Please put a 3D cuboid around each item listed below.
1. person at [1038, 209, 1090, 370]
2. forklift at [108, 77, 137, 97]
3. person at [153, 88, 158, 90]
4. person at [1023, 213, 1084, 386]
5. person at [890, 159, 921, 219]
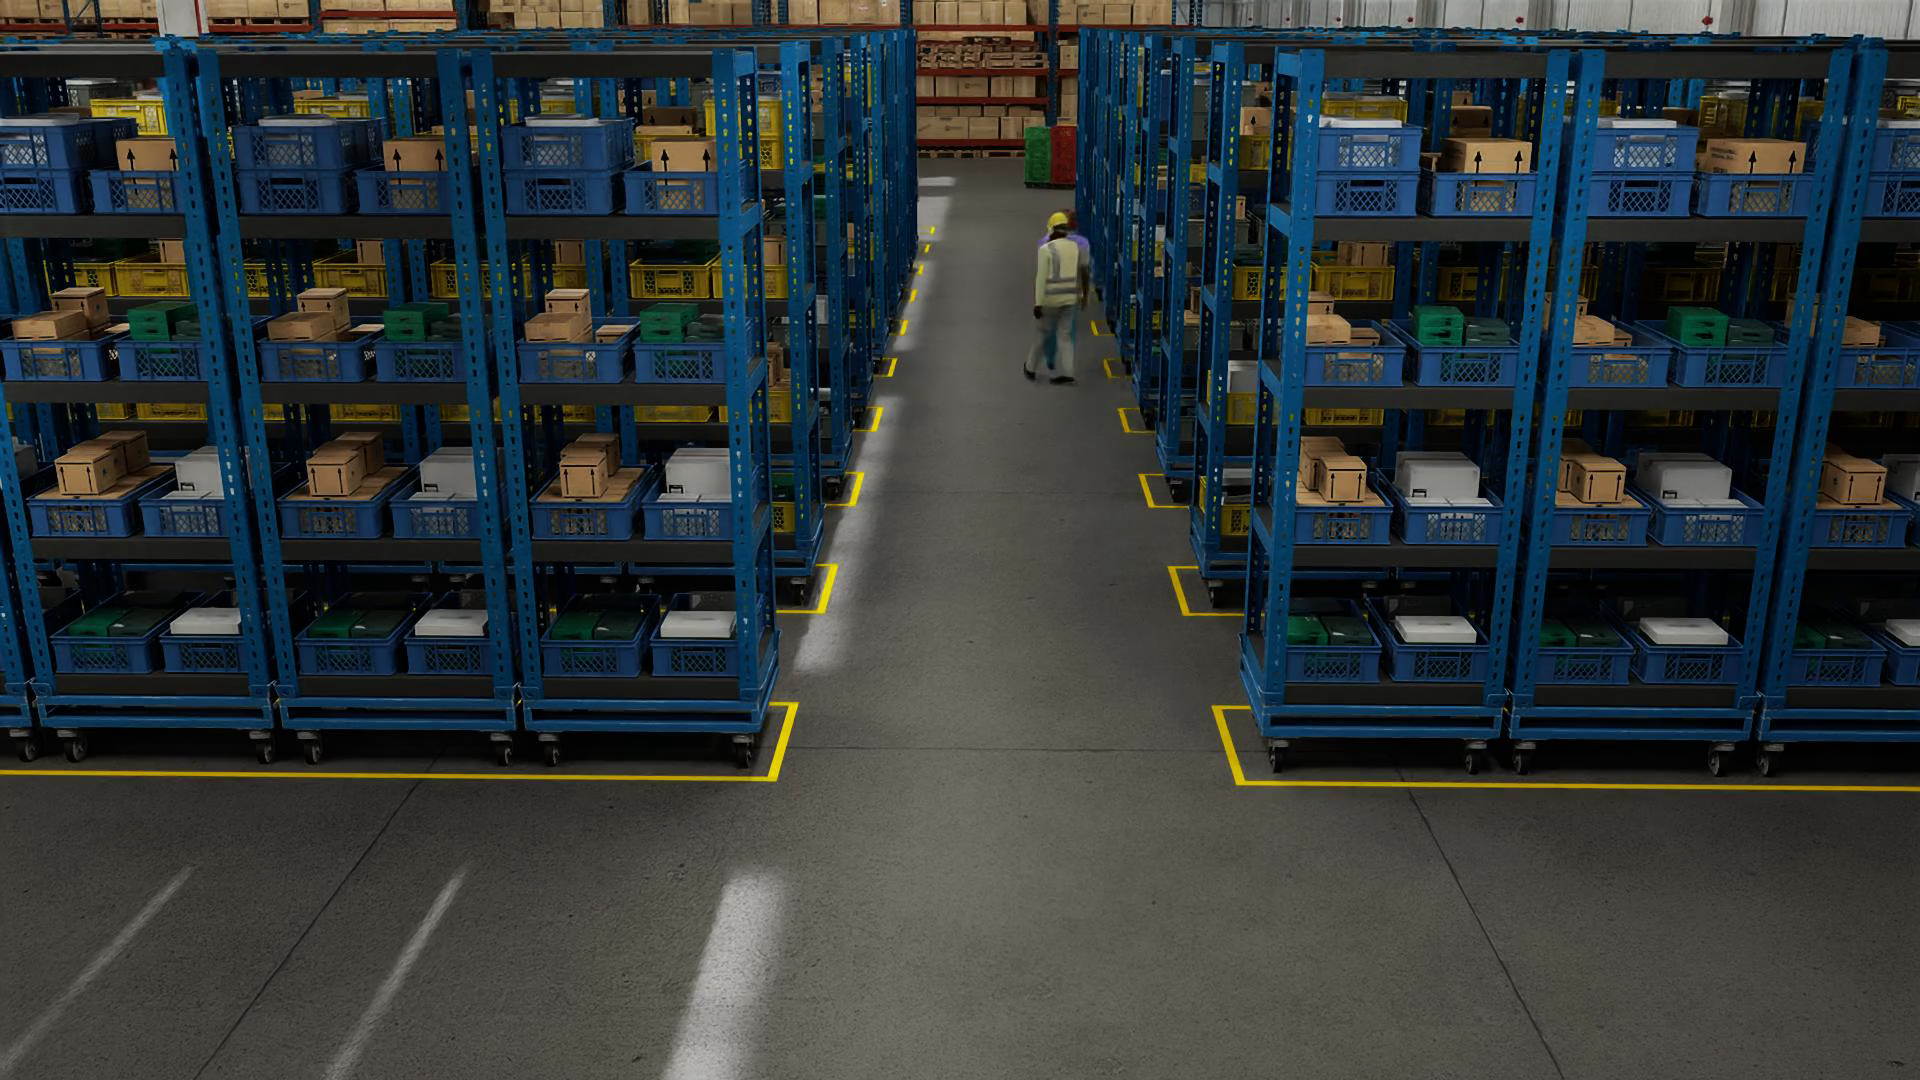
[{"bbox_3d":[1.108,-2.649,17.900,0.577,1.799,0.975,0,17,-1],"label":"person"},{"bbox_3d":[-22.024,-11.368,43.870,1.873,2.768,1.129,0,17,1],"label":"forklift"},{"bbox_3d":[-26.006,-14.099,54.343,0.655,1.801,0.936,-2,18,-8],"label":"person"},{"bbox_3d":[0.973,-2.529,17.512,0.671,1.777,0.793,-13,22,-36],"label":"person"},{"bbox_3d":[-0.991,-5.761,27.530,0.628,1.936,1.024,-5,18,-17],"label":"person"}]
